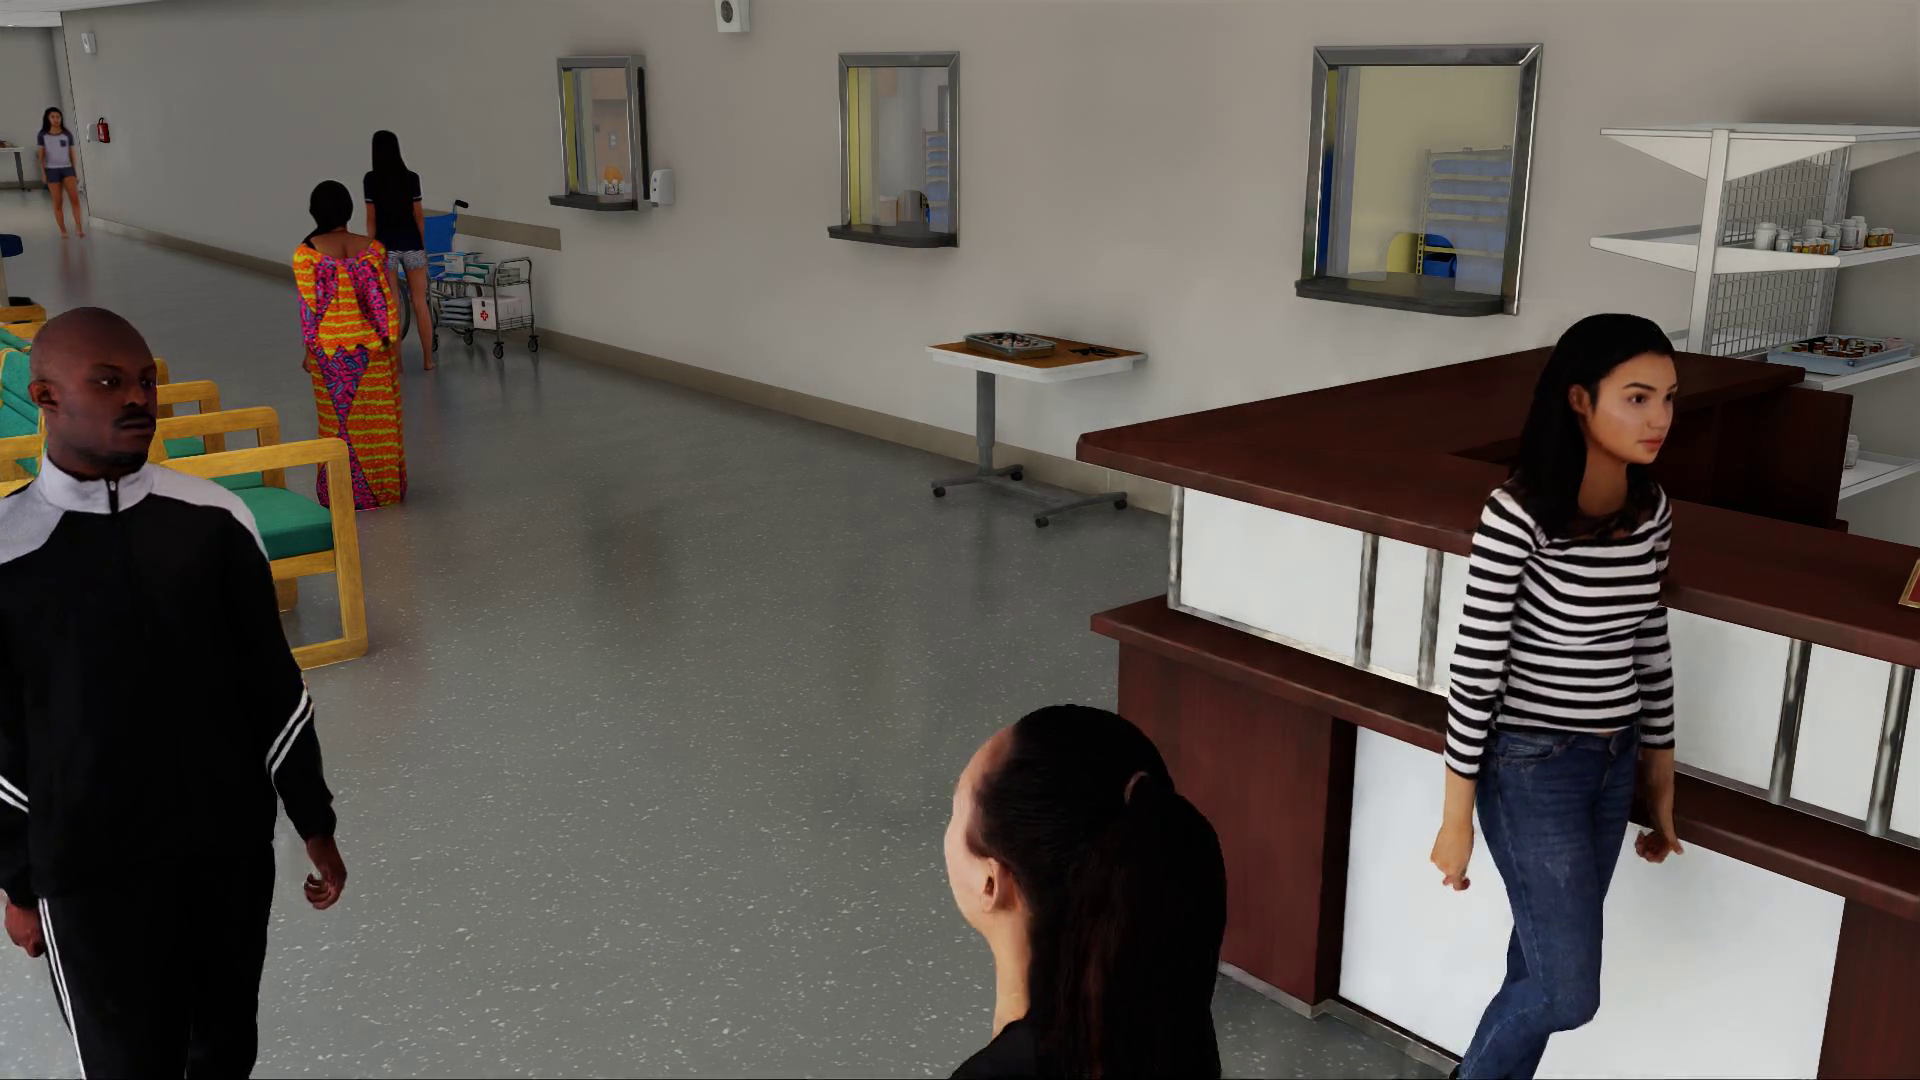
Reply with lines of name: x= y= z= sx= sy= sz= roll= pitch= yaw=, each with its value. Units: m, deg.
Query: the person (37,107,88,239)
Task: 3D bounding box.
person: x=-11.981 y=-4.852 z=22.091 sx=0.894 sy=1.705 sz=0.731 roll=-10 pitch=18 yaw=-31

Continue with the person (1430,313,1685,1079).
person: x=1.031 y=0.464 z=3.090 sx=0.590 sy=1.784 sz=0.715 roll=-9 pitch=18 yaw=-29

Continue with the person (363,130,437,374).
person: x=-4.167 y=-2.136 z=12.347 sx=0.552 sy=1.766 sz=0.688 roll=-7 pitch=17 yaw=-23

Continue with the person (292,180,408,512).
person: x=-3.145 y=-1.016 z=8.521 sx=0.570 sy=1.687 sz=0.679 roll=-13 pitch=20 yaw=-38

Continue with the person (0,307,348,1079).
person: x=-1.445 y=0.491 z=2.929 sx=0.754 sy=1.820 sz=0.621 roll=15 pitch=22 yaw=42
